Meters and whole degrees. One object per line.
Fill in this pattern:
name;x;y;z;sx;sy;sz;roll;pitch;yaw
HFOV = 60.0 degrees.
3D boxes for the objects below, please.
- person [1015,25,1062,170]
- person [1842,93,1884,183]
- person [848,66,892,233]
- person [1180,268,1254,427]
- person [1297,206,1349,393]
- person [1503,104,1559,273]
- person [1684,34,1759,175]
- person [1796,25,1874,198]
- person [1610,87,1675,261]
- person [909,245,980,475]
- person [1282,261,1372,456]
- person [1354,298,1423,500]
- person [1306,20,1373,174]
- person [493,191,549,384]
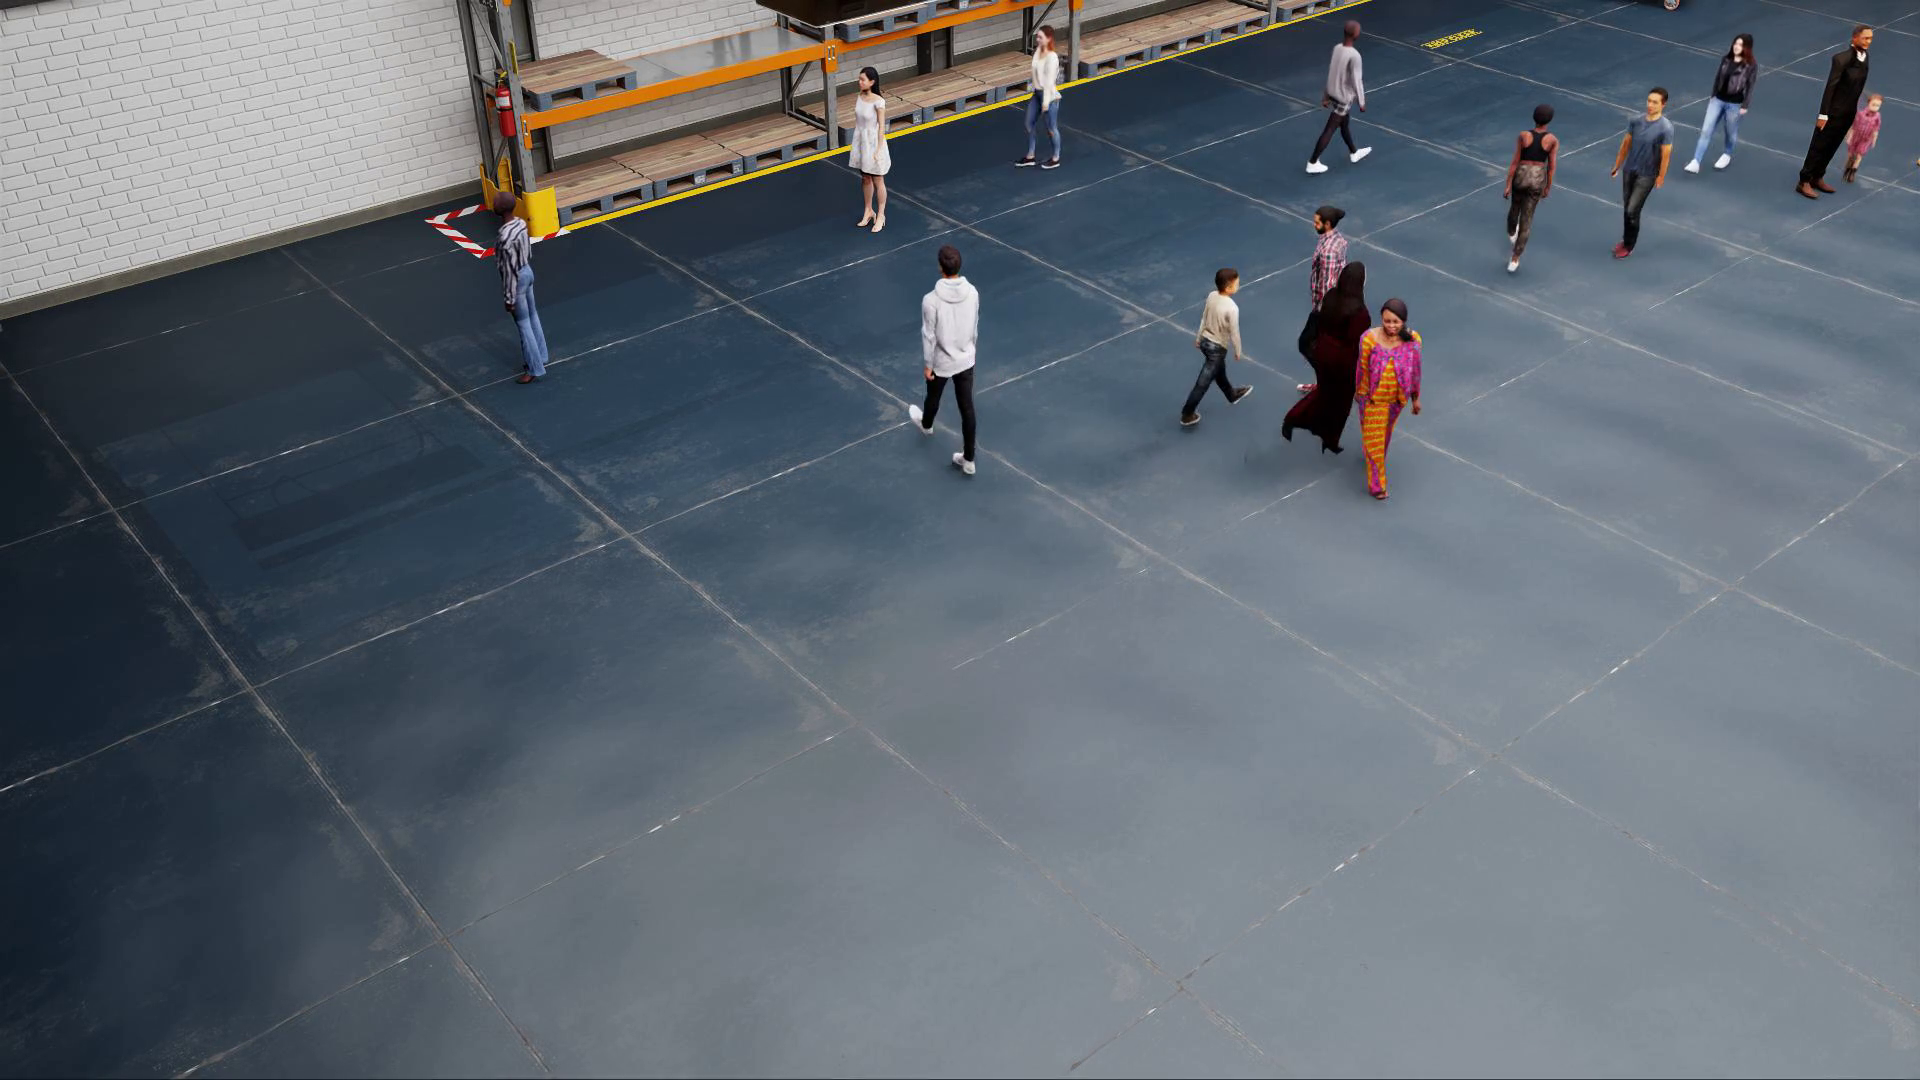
person;1.060;-5.115;19.238;0.827;1.672;0.721;-16;37;-22
person;10.379;-4.645;19.121;0.505;1.019;0.537;13;36;18
person;-0.956;-4.163;17.714;0.631;1.775;0.646;-27;42;-34
person;2.114;-1.618;14.195;1.054;1.430;0.725;-18;38;-25
person;3.288;-2.064;14.585;0.919;1.742;0.805;9;35;13
person;5.767;-3.546;16.900;0.970;1.648;1.238;12;35;17
person;8.889;-5.012;19.157;1.055;1.590;0.654;-26;42;-34
person;9.792;-4.798;18.553;0.598;1.903;0.807;-18;38;-25
person;7.085;-3.802;17.156;0.747;1.791;0.701;-17;37;-24
person;-0.020;-1.413;13.488;1.212;1.872;0.965;-15;37;-22
person;3.026;-1.448;13.656;0.952;1.744;0.814;-12;36;-18
person;3.428;-1.230;13.401;1.206;1.664;1.165;-2;34;-3
person;4.280;-5.033;19.063;1.217;1.730;0.892;-12;35;-17
person;-3.926;-2.259;14.831;0.743;1.796;0.690;2;34;3
